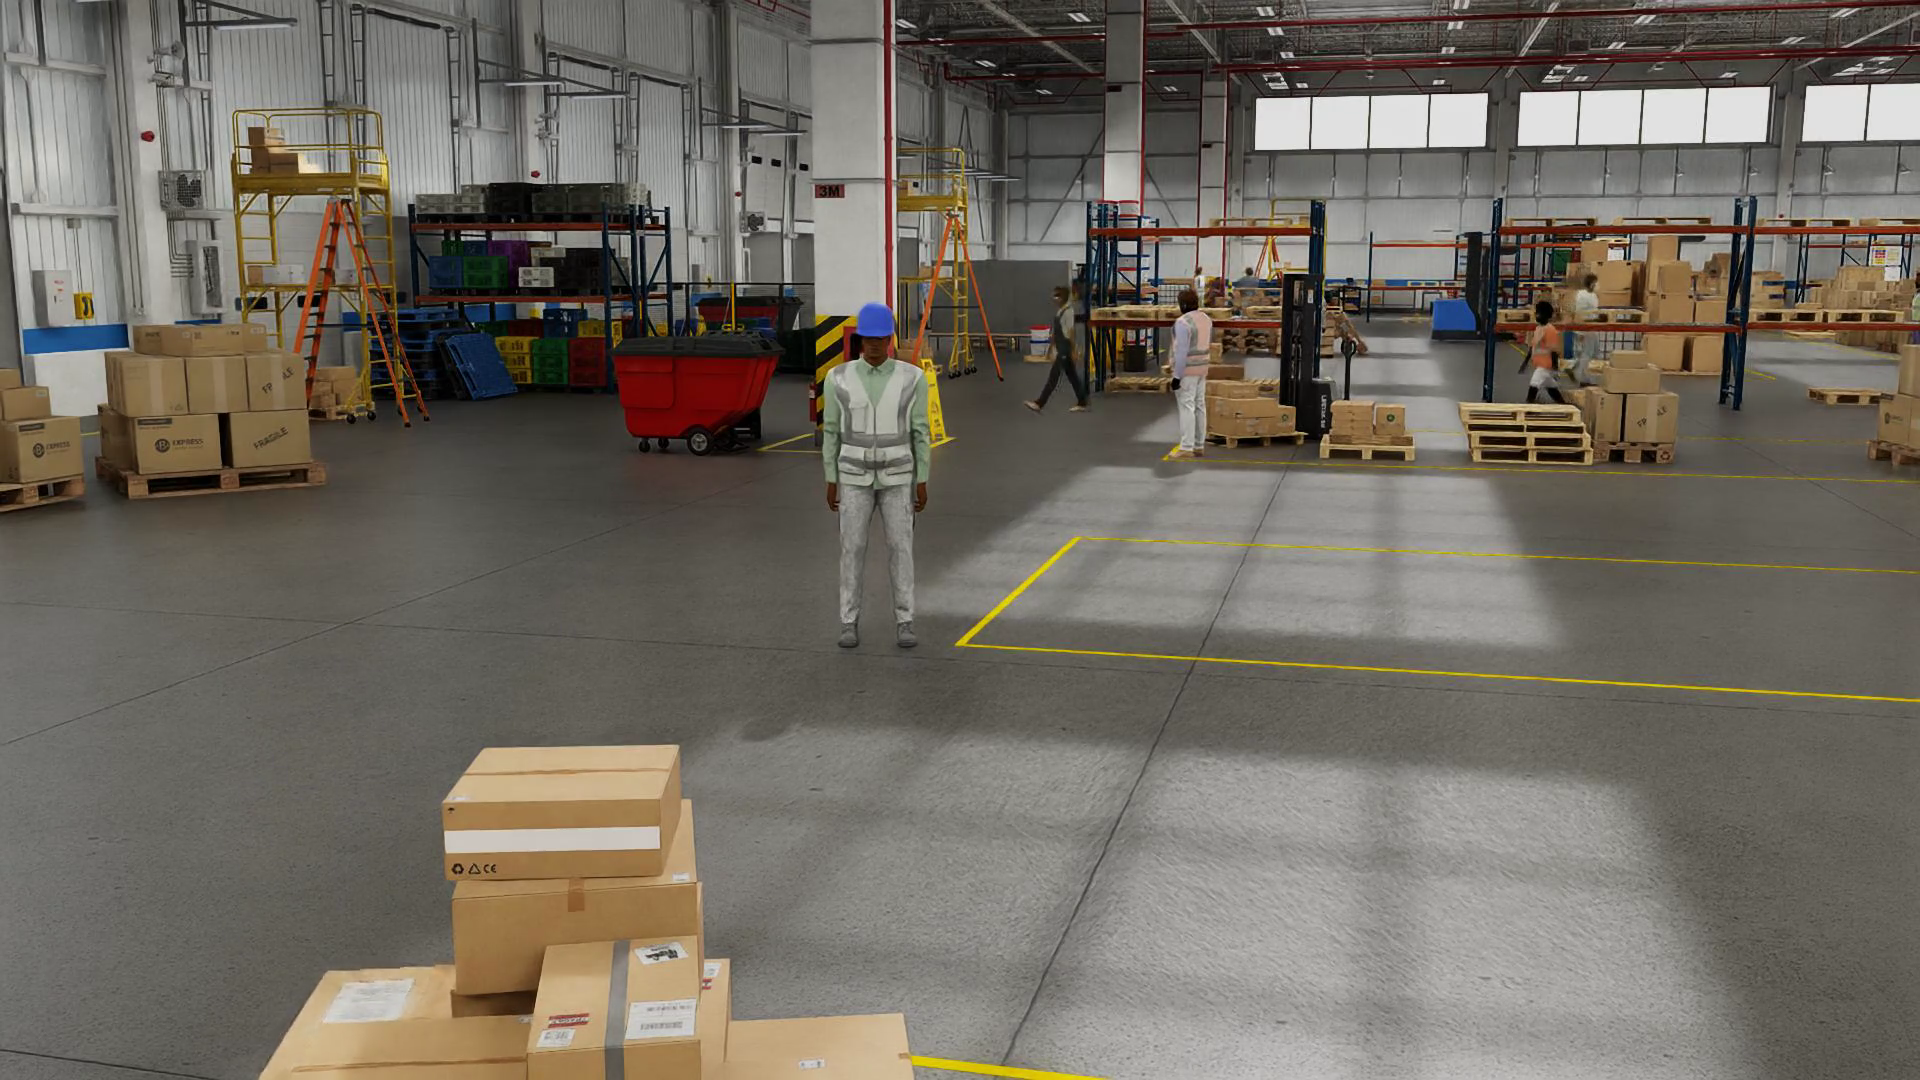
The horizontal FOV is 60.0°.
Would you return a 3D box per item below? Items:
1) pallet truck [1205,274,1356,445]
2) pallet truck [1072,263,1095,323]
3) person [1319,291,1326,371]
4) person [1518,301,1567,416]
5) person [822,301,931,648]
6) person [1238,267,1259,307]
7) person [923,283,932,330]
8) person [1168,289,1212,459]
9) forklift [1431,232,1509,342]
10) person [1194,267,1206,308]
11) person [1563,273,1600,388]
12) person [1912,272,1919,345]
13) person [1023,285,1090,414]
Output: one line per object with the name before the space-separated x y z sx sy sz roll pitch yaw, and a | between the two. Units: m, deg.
pallet truck | 3.653 -2.138 19.590 1.885 1.965 0.823 -4 10 -20
pallet truck | 4.325 -8.180 55.162 0.823 1.965 1.885 6 11 31
person | 6.825 -4.118 32.019 0.485 1.737 0.320 -3 10 -19
person | 7.261 -2.141 20.641 0.912 1.648 0.524 1 10 7
person | -0.464 -0.351 9.255 0.603 1.938 0.425 0 10 0
person | 8.548 -7.130 49.325 0.644 1.891 1.005 3 10 19
person | -0.879 -7.325 50.338 0.544 1.929 0.387 -7 12 -37
person | 2.474 -1.792 18.028 0.430 1.838 0.623 8 12 38
forklift | 13.185 -6.527 42.836 1.873 2.768 1.129 2 10 14
person | 7.988 -8.205 55.671 0.487 1.866 0.572 9 13 44
person | 10.436 -3.493 27.789 0.513 1.919 0.644 7 12 37
person | 18.166 -4.112 31.447 0.376 1.915 0.600 3 10 16
person | 1.385 -2.652 23.230 1.005 1.790 0.520 -2 10 -9
